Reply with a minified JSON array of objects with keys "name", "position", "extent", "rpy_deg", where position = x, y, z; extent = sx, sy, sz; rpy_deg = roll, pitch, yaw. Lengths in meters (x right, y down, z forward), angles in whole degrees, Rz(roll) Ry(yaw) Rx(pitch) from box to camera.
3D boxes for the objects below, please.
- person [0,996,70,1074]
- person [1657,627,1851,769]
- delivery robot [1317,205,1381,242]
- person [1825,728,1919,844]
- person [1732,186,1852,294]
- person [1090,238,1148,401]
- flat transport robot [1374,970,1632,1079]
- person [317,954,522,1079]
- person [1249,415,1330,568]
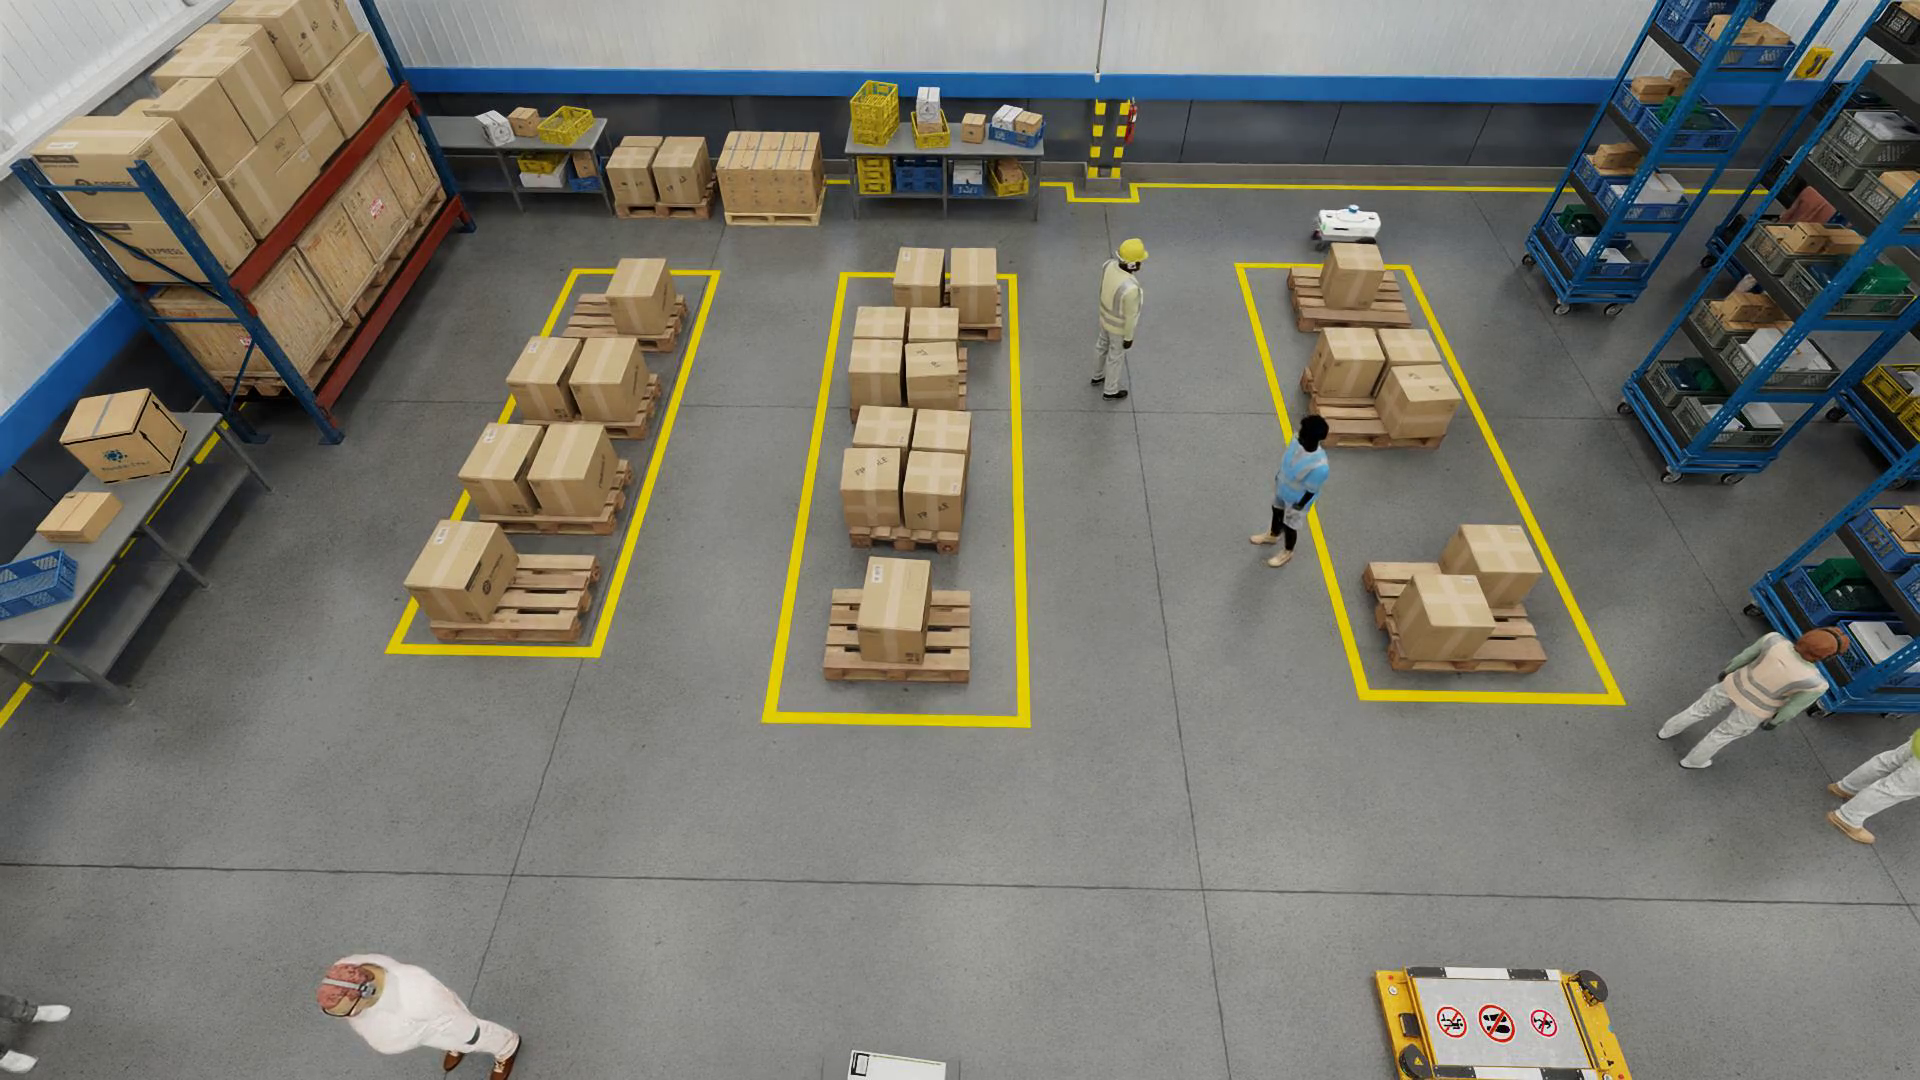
[{"name":"person","position":[-6.094,2.679,5.254],"extent":[0.407,1.885,0.593],"rpy_deg":[2,51,1]},{"name":"person","position":[5.738,1.145,6.663],"extent":[0.317,1.632,0.518],"rpy_deg":[-11,52,-9]},{"name":"delivery robot","position":[4.841,-3.939,11.439],"extent":[0.707,0.478,0.477],"rpy_deg":[4,51,3]},{"name":"person","position":[6.733,1.476,6.259],"extent":[0.429,1.844,0.627],"rpy_deg":[30,57,22]},{"name":"person","position":[9.079,-3.162,9.954],"extent":[0.412,1.981,0.625],"rpy_deg":[-19,53,-15]},{"name":"person","position":[1.610,-2.228,9.283],"extent":[0.403,1.832,0.594],"rpy_deg":[-16,53,-13]},{"name":"flat transport robot","position":[3.501,3.133,5.914],"extent":[1.431,0.197,0.652],"rpy_deg":[1,51,1]},{"name":"person","position":[-3.054,2.734,5.201],"extent":[0.648,1.900,0.400],"rpy_deg":[12,52,10]},{"name":"person","position":[2.872,-0.426,7.909],"extent":[0.319,1.685,0.539],"rpy_deg":[-12,52,-9]}]
